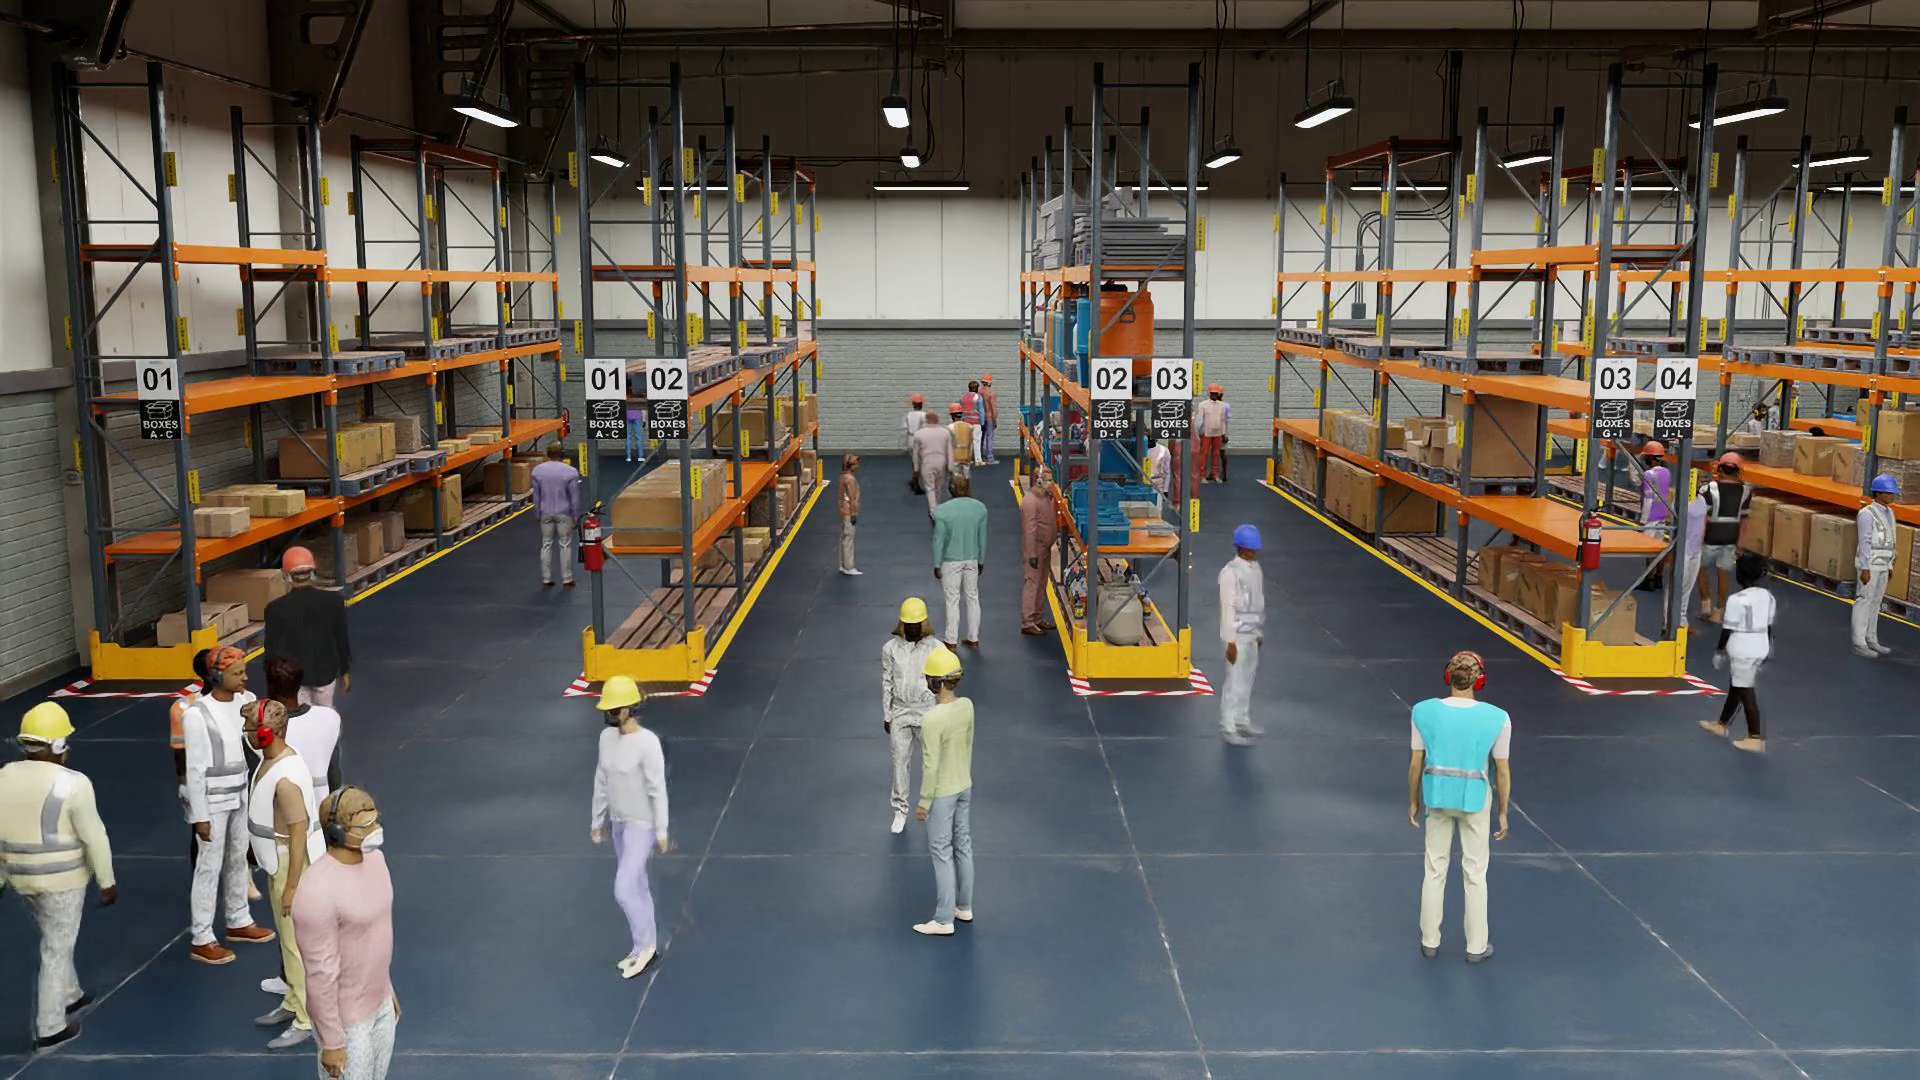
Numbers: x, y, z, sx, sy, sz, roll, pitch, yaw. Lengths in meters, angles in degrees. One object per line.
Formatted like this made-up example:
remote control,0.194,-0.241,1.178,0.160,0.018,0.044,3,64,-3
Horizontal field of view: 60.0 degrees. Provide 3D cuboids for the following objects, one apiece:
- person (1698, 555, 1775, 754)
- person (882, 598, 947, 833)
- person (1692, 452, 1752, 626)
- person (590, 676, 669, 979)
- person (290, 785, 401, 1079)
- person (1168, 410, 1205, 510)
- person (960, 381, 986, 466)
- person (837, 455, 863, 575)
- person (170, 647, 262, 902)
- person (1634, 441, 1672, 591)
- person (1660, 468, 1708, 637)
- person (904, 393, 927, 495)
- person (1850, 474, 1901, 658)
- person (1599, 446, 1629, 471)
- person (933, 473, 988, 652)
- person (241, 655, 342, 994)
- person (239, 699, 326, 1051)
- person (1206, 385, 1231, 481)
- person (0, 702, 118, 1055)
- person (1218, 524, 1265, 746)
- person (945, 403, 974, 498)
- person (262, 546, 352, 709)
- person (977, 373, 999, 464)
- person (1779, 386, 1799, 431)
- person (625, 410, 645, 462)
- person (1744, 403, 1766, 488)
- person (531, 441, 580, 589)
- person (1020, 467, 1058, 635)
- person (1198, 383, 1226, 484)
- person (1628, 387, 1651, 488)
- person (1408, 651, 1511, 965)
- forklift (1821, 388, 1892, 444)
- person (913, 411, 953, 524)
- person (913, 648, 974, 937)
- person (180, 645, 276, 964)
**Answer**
person,6.596,0.946,14.216,0.553,1.663,0.769,-6,10,-32
person,-0.327,1.265,11.988,0.484,1.736,0.322,1,9,7
person,8.809,-0.012,19.294,0.649,2.015,0.520,0,9,-3
person,-1.923,1.636,9.523,0.556,1.746,0.488,9,12,44
person,-2.499,1.956,6.889,0.373,1.940,0.629,0,9,2
person,3.900,-1.539,29.044,0.673,2.000,0.535,-3,9,-18
person,0.298,-2.530,36.059,0.627,1.844,0.429,7,11,38
person,-1.508,-0.342,22.639,0.315,1.636,0.515,-2,9,-15
person,-4.721,1.508,10.572,0.534,1.693,0.318,-8,12,-41
person,8.909,-0.307,21.445,0.547,1.939,0.376,-7,11,-39
person,8.107,0.149,18.557,0.630,1.931,0.383,-8,12,-41
person,-0.813,-1.765,30.864,0.552,1.923,0.552,6,10,32
person,9.744,0.269,17.708,0.605,1.948,0.384,-7,11,-38
person,13.831,-2.373,35.021,0.988,1.852,0.599,9,12,44
person,0.000,0.238,17.958,0.626,1.933,0.370,-4,10,-26
person,-3.714,1.590,9.309,0.392,1.920,0.593,5,10,31
person,-3.514,1.724,8.699,0.396,1.839,0.564,-5,10,-29
person,5.134,-2.130,33.180,0.374,1.935,0.552,-7,11,-38
person,-4.704,1.727,8.764,0.627,1.808,0.725,2,9,12
person,2.466,0.809,14.381,0.394,1.923,0.729,6,11,33
person,-0.036,-1.374,28.398,0.543,1.920,0.420,-5,10,-29
person,-4.995,1.027,12.708,0.642,1.982,0.435,-7,11,-40
person,0.585,-2.643,36.288,0.613,1.997,0.374,9,12,44
person,17.068,-2.254,34.271,0.506,1.846,0.349,-4,10,-23
person,-7.250,-2.681,36.797,0.589,1.914,0.397,0,9,-3
person,13.979,-1.483,29.227,0.328,1.873,0.521,7,11,39
person,-5.222,-0.316,21.552,0.623,1.932,0.370,1,9,4
person,0.910,0.119,18.859,0.400,1.899,0.651,3,9,20
person,4.968,-2.099,32.790,0.609,1.995,0.376,-3,9,-20
person,13.197,-1.996,32.279,0.406,1.947,0.606,6,11,34
person,2.906,1.563,9.717,0.572,1.843,0.373,4,10,24
forklift,20.072,-3.110,36.462,1.873,2.768,1.129,0,9,0
person,-0.449,-1.207,27.516,0.646,1.862,0.990,-3,9,-17
person,-0.103,1.531,10.176,0.311,1.768,0.533,5,10,30
person,-4.321,1.539,9.809,0.363,1.874,0.589,3,9,17
